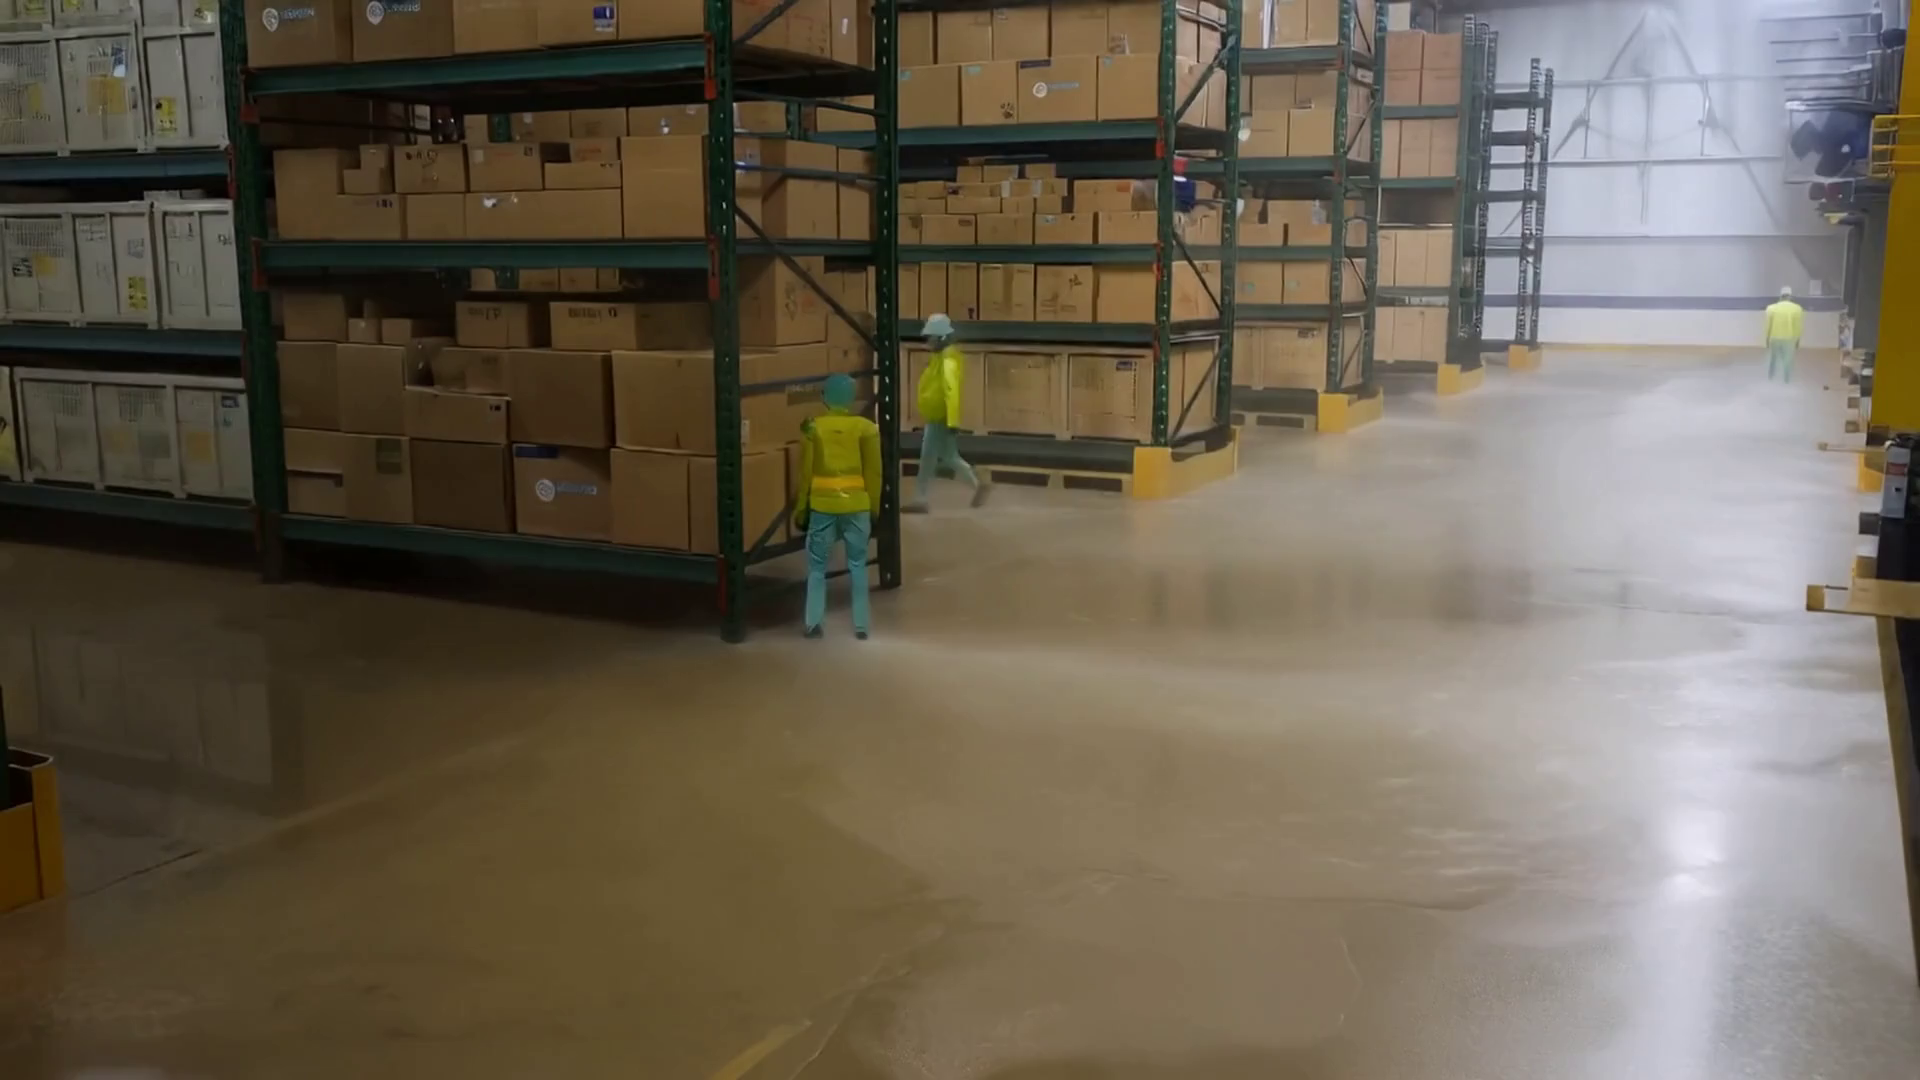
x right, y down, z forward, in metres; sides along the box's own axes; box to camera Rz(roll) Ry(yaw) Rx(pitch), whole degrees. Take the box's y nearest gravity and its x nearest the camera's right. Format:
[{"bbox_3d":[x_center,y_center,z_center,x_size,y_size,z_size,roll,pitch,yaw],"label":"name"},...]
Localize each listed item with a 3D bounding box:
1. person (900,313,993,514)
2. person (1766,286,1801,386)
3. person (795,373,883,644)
[{"bbox_3d":[-0.122,-1.128,14.895,0.817,1.809,0.596,-1,10,-7],"label":"person"},{"bbox_3d":[14.487,-3.584,29.278,0.561,1.742,0.337,5,11,29],"label":"person"},{"bbox_3d":[-0.714,-0.174,9.890,0.527,1.630,0.315,-2,10,-11],"label":"person"}]
